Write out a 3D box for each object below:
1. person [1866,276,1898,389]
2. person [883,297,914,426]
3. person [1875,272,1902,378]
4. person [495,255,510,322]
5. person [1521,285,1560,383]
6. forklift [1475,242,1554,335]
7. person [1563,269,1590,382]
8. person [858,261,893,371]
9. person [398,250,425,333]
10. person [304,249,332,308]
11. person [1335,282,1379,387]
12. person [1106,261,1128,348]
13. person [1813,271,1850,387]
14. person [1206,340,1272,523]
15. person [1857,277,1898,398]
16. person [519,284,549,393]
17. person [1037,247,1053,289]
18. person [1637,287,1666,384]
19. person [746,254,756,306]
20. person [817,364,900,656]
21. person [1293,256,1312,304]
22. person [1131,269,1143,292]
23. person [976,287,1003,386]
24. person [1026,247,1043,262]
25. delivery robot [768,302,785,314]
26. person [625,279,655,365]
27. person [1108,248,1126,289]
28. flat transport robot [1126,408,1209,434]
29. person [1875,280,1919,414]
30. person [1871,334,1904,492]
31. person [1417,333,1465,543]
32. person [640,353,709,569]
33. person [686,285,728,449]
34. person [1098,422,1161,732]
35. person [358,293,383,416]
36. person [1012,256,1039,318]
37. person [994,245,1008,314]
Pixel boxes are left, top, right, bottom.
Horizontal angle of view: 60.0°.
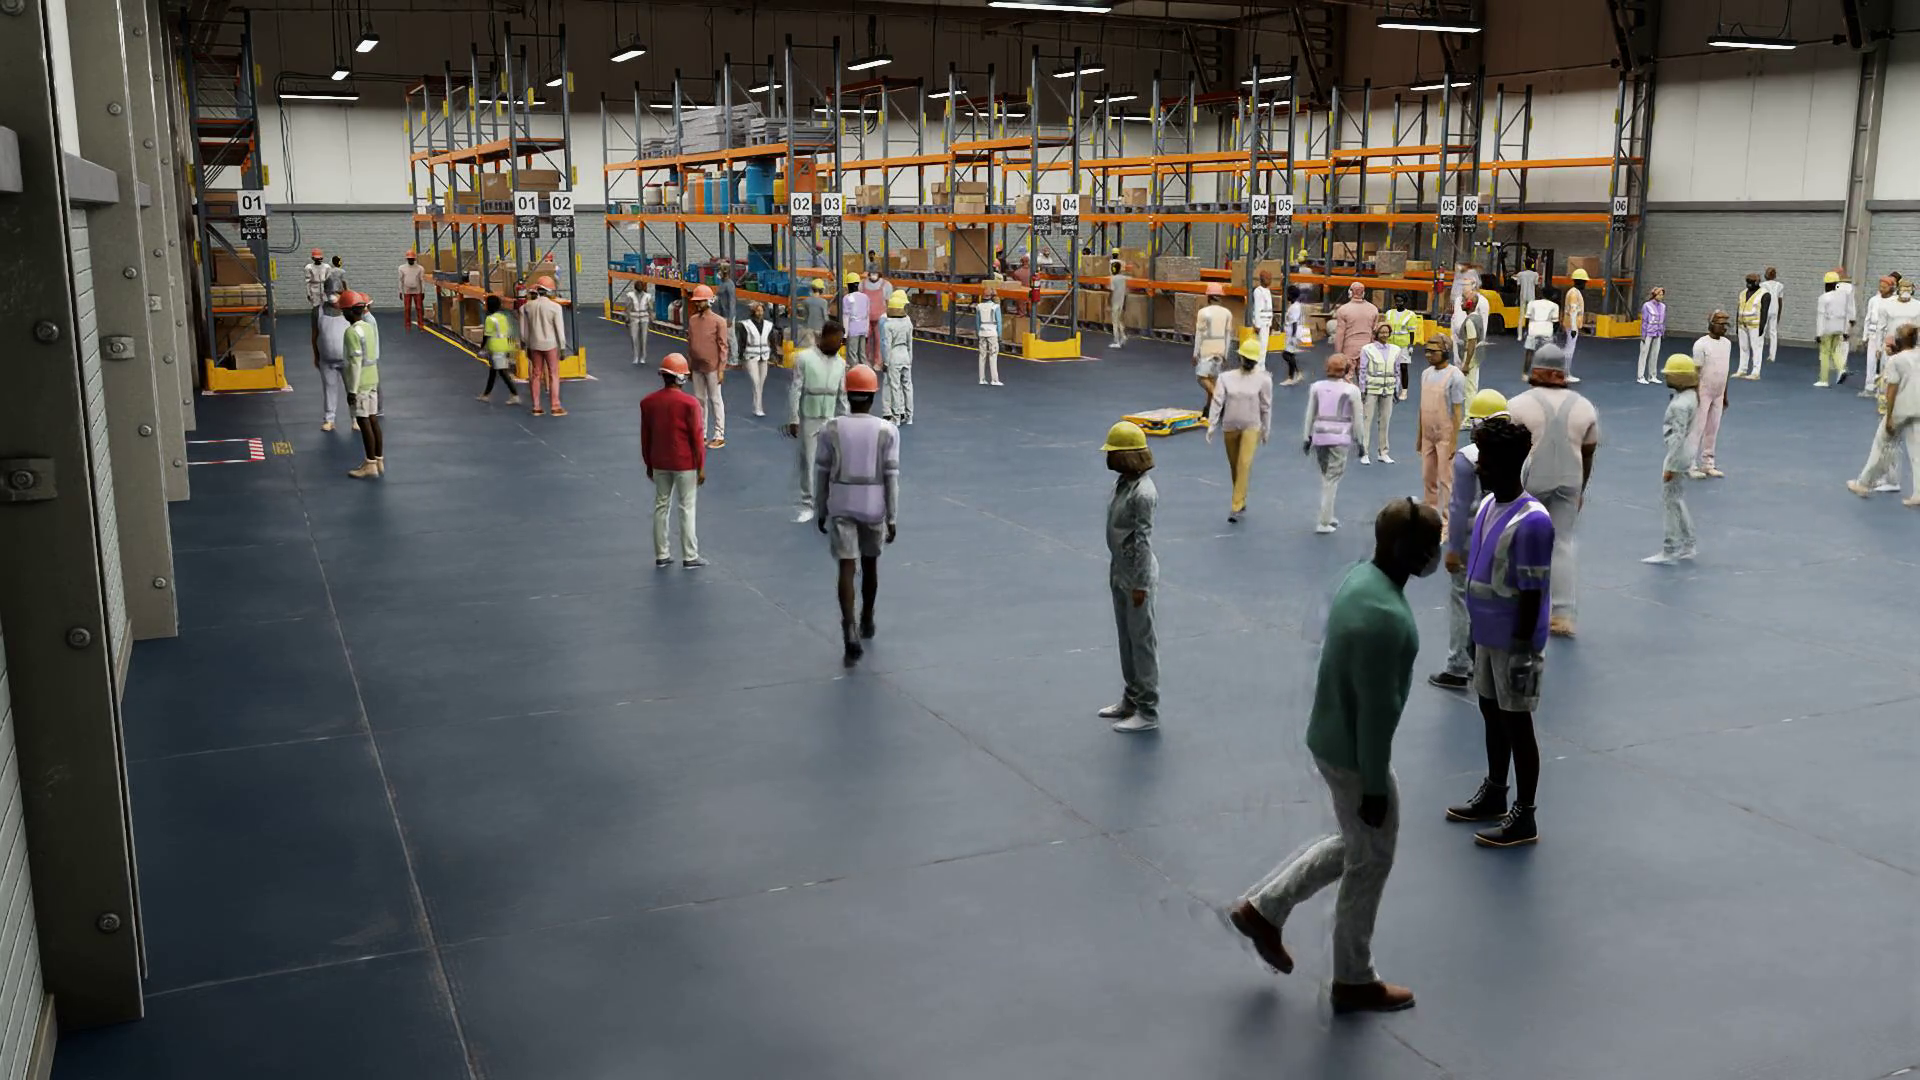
[{"bbox_3d":[15.162,-3.391,27.261,0.504,1.847,0.345,-1,11,-6],"label":"person"},{"bbox_3d":[-0.859,-2.426,22.621,0.488,1.743,0.317,-10,15,-40],"label":"person"},{"bbox_3d":[16.178,-3.730,28.952,0.512,1.860,0.341,9,14,39],"label":"person"},{"bbox_3d":[-12.157,-6.676,44.164,0.311,1.768,0.522,-6,12,-27],"label":"person"},{"bbox_3d":[9.886,-3.499,28.278,0.572,1.646,0.677,5,12,26],"label":"person"},{"bbox_3d":[13.047,-6.049,39.881,2.313,2.155,1.214,-5,12,-23],"label":"forklift"},{"bbox_3d":[10.525,-3.668,28.463,0.382,1.924,0.594,4,12,20],"label":"person"},{"bbox_3d":[-1.565,-4.066,30.197,0.713,2.000,0.571,1,11,6],"label":"person"},{"bbox_3d":[-13.211,-5.984,40.084,0.618,1.985,0.403,-3,12,-15],"label":"person"},{"bbox_3d":[-15.168,-5.874,39.406,0.607,2.035,0.400,-6,13,-29],"label":"person"},{"bbox_3d":[5.544,-2.663,23.410,0.642,1.909,0.409,-3,12,-17],"label":"person"},{"bbox_3d":[3.350,-5.051,35.684,0.551,1.851,0.397,-10,15,-42],"label":"person"},{"bbox_3d":[14.426,-3.476,27.511,0.626,1.911,0.512,-3,11,-13],"label":"person"},{"bbox_3d":[2.639,-1.031,15.625,0.543,1.704,0.952,5,12,24],"label":"person"},{"bbox_3d":[14.380,-3.154,25.961,0.337,1.882,0.583,-6,13,-29],"label":"person"},{"bbox_3d":[-6.758,-3.223,26.668,0.561,1.741,0.343,0,11,2],"label":"person"},{"bbox_3d":[2.481,-7.551,48.257,0.402,1.904,0.651,11,15,43],"label":"person"},{"bbox_3d":[11.716,-3.457,28.151,0.514,1.634,0.313,-5,12,-24],"label":"person"},{"bbox_3d":[-6.482,-8.083,51.676,0.315,1.627,0.557,-3,11,-14],"label":"person"},{"bbox_3d":[-0.669,-0.205,10.957,0.553,1.899,0.985,-1,11,-3],"label":"person"},{"bbox_3d":[9.223,-6.750,44.597,0.566,1.738,0.611,-4,12,-21],"label":"person"},{"bbox_3d":[4.979,-7.110,46.792,0.515,1.603,0.794,-4,12,-19],"label":"person"},{"bbox_3d":[0.488,-3.397,27.818,0.514,1.640,0.310,9,14,37],"label":"person"},{"bbox_3d":[2.303,-8.089,50.754,0.615,1.996,0.904,-2,11,-8],"label":"person"},{"bbox_3d":[-5.073,-6.466,45.942,0.477,0.478,0.707,-4,12,-19],"label":"delivery robot"},{"bbox_3d":[-6.080,-4.145,31.646,0.550,1.613,0.659,-3,12,-15],"label":"person"},{"bbox_3d":[4.255,-7.078,45.820,0.590,1.919,0.396,-1,11,-3],"label":"person"},{"bbox_3d":[2.719,-1.582,22.083,0.652,0.197,1.431,8,14,37],"label":"flat transport robot"},{"bbox_3d":[13.448,-2.756,23.824,0.627,1.933,0.367,5,12,23],"label":"person"},{"bbox_3d":[9.668,-1.316,17.251,0.312,1.636,0.518,4,12,20],"label":"person"},{"bbox_3d":[4.197,-0.894,14.605,0.339,1.839,0.505,-5,12,-25],"label":"person"},{"bbox_3d":[-2.307,-0.643,13.529,0.573,1.748,0.342,4,12,21],"label":"person"},{"bbox_3d":[-3.122,-2.121,20.430,0.608,1.995,0.377,7,13,32],"label":"person"},{"bbox_3d":[0.938,0.201,9.300,0.339,1.734,0.482,-3,12,-15],"label":"person"},{"bbox_3d":[-8.450,-2.640,23.681,0.341,1.750,0.565,-6,12,-26],"label":"person"},{"bbox_3d":[1.478,-5.482,37.752,0.639,1.902,0.406,-5,12,-22],"label":"person"},{"bbox_3d":[1.015,-6.789,44.071,0.429,2.032,0.609,9,14,38],"label":"person"}]
